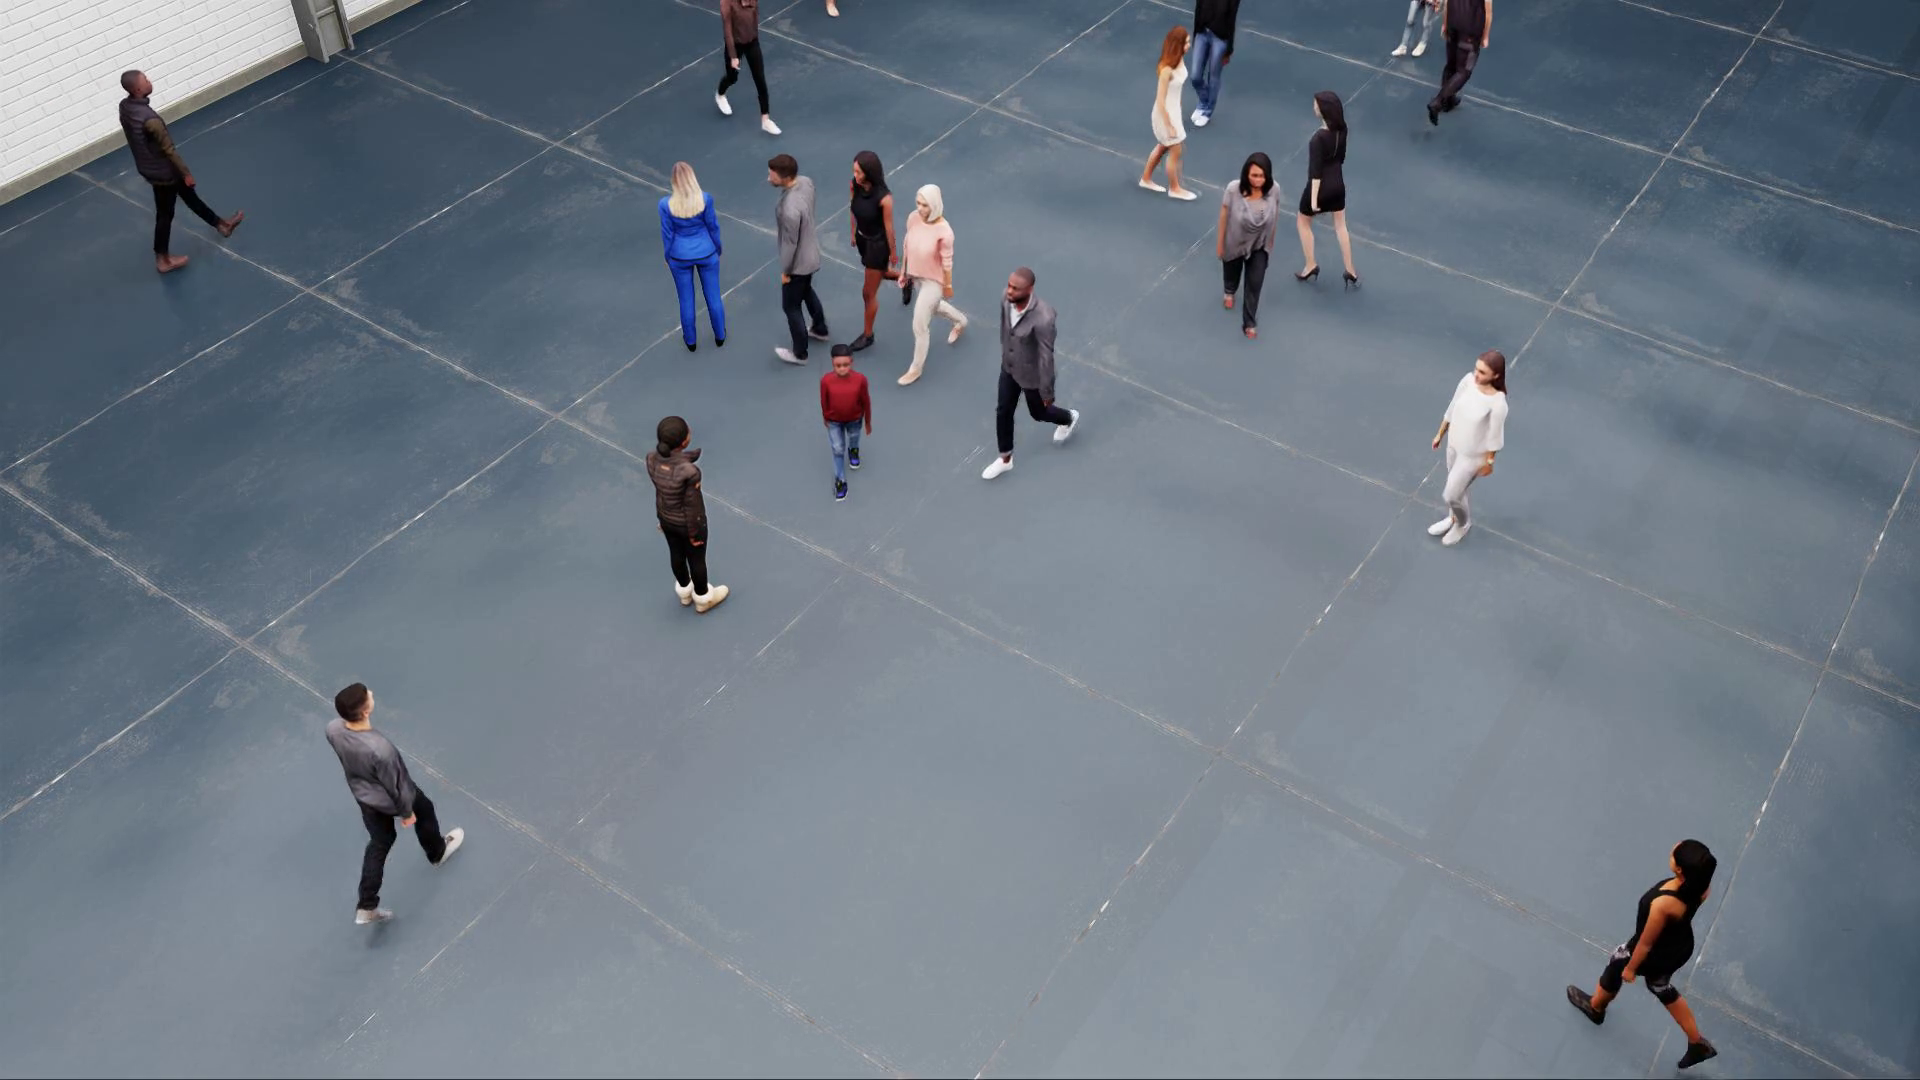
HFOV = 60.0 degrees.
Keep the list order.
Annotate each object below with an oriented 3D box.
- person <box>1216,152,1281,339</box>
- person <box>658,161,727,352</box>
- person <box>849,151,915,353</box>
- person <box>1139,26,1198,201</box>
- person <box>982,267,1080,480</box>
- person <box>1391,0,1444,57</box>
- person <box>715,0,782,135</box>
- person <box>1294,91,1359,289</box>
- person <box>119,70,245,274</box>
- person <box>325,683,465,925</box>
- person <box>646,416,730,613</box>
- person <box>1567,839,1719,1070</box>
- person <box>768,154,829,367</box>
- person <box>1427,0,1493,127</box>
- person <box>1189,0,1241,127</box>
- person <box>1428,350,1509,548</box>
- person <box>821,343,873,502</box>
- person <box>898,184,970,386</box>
[{"bbox_3d":[2.346,-2.510,13.657,0.985,1.568,1.143,2,44,2],"label":"person"},{"bbox_3d":[-2.130,-2.260,13.299,0.691,1.700,0.760,-8,44,-9],"label":"person"},{"bbox_3d":[-0.621,-2.406,13.447,0.763,1.707,1.189,31,52,28],"label":"person"},{"bbox_3d":[1.851,-3.824,14.956,0.764,1.679,0.780,16,46,16],"label":"person"},{"bbox_3d":[0.552,-1.269,12.199,1.207,1.782,0.896,-32,52,-29],"label":"person"},{"bbox_3d":[4.846,-5.625,17.123,0.596,1.296,0.712,34,53,30],"label":"person"},{"bbox_3d":[-2.144,-4.737,15.922,1.109,1.668,0.866,-30,51,-28],"label":"person"},{"bbox_3d":[3.086,-2.865,13.888,0.837,1.764,0.922,-18,46,-18],"label":"person"},{"bbox_3d":[-6.847,-3.078,14.093,0.860,1.790,1.198,34,53,31],"label":"person"},{"bbox_3d":[-3.285,1.489,9.340,0.793,1.733,1.153,16,46,16],"label":"person"},{"bbox_3d":[-1.859,-0.137,11.098,0.655,1.660,0.606,25,49,24],"label":"person"},{"bbox_3d":[3.724,2.186,8.675,1.043,1.641,0.891,-30,51,-28],"label":"person"},{"bbox_3d":[-1.262,-2.235,13.157,0.864,1.860,0.731,10,45,11],"label":"person"},{"bbox_3d":[4.775,-4.844,15.917,1.079,1.830,0.813,-30,51,-28],"label":"person"},{"bbox_3d":[2.468,-4.824,15.962,0.620,1.738,0.572,23,48,22],"label":"person"},{"bbox_3d":[3.629,-0.679,11.654,0.756,1.679,0.724,-15,46,-15],"label":"person"},{"bbox_3d":[-0.845,-0.962,12.287,0.847,1.216,0.942,-4,44,-4],"label":"person"},{"bbox_3d":[-0.192,-2.099,13.139,1.168,1.688,0.752,-33,53,-30],"label":"person"}]
